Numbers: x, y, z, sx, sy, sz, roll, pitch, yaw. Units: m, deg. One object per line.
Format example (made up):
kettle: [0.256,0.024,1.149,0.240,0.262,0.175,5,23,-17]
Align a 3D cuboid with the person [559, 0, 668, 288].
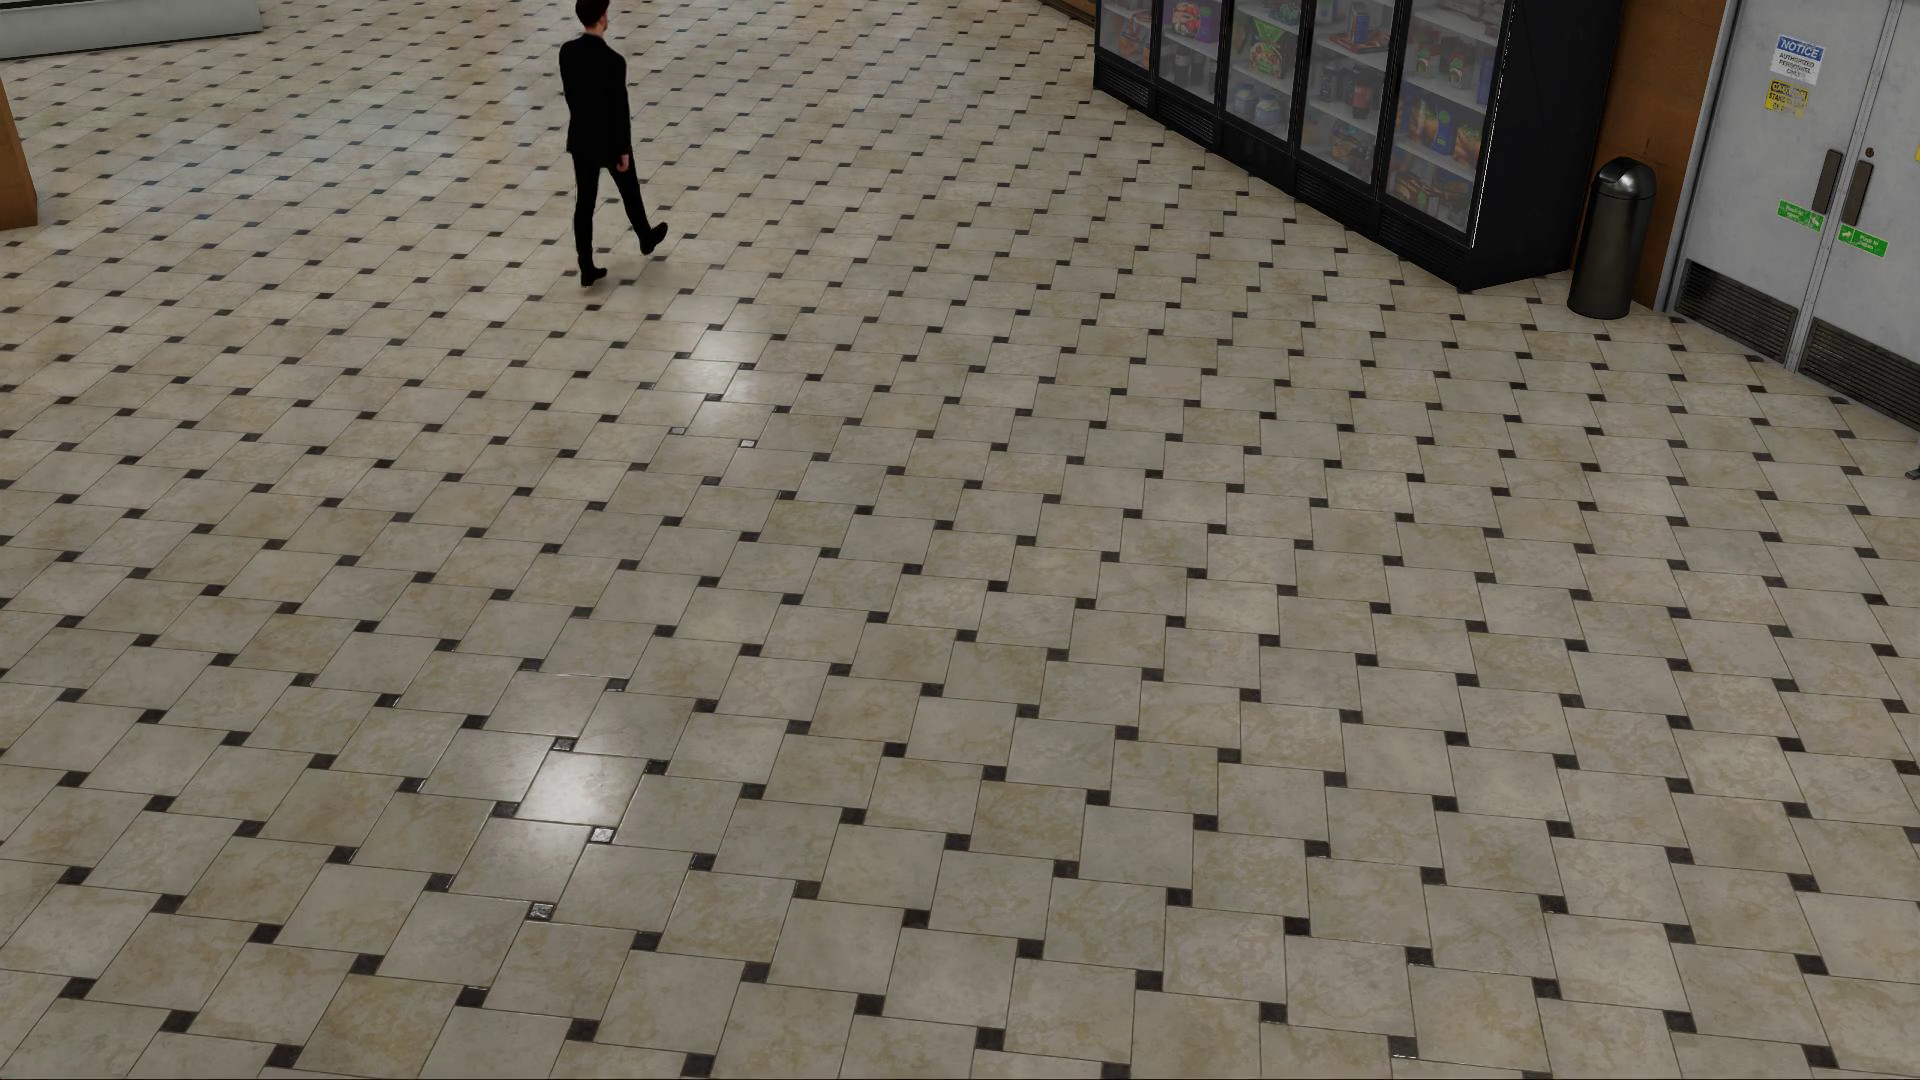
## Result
person: [-2.374,-2.530,10.720,1.188,1.838,1.260,12,34,18]
